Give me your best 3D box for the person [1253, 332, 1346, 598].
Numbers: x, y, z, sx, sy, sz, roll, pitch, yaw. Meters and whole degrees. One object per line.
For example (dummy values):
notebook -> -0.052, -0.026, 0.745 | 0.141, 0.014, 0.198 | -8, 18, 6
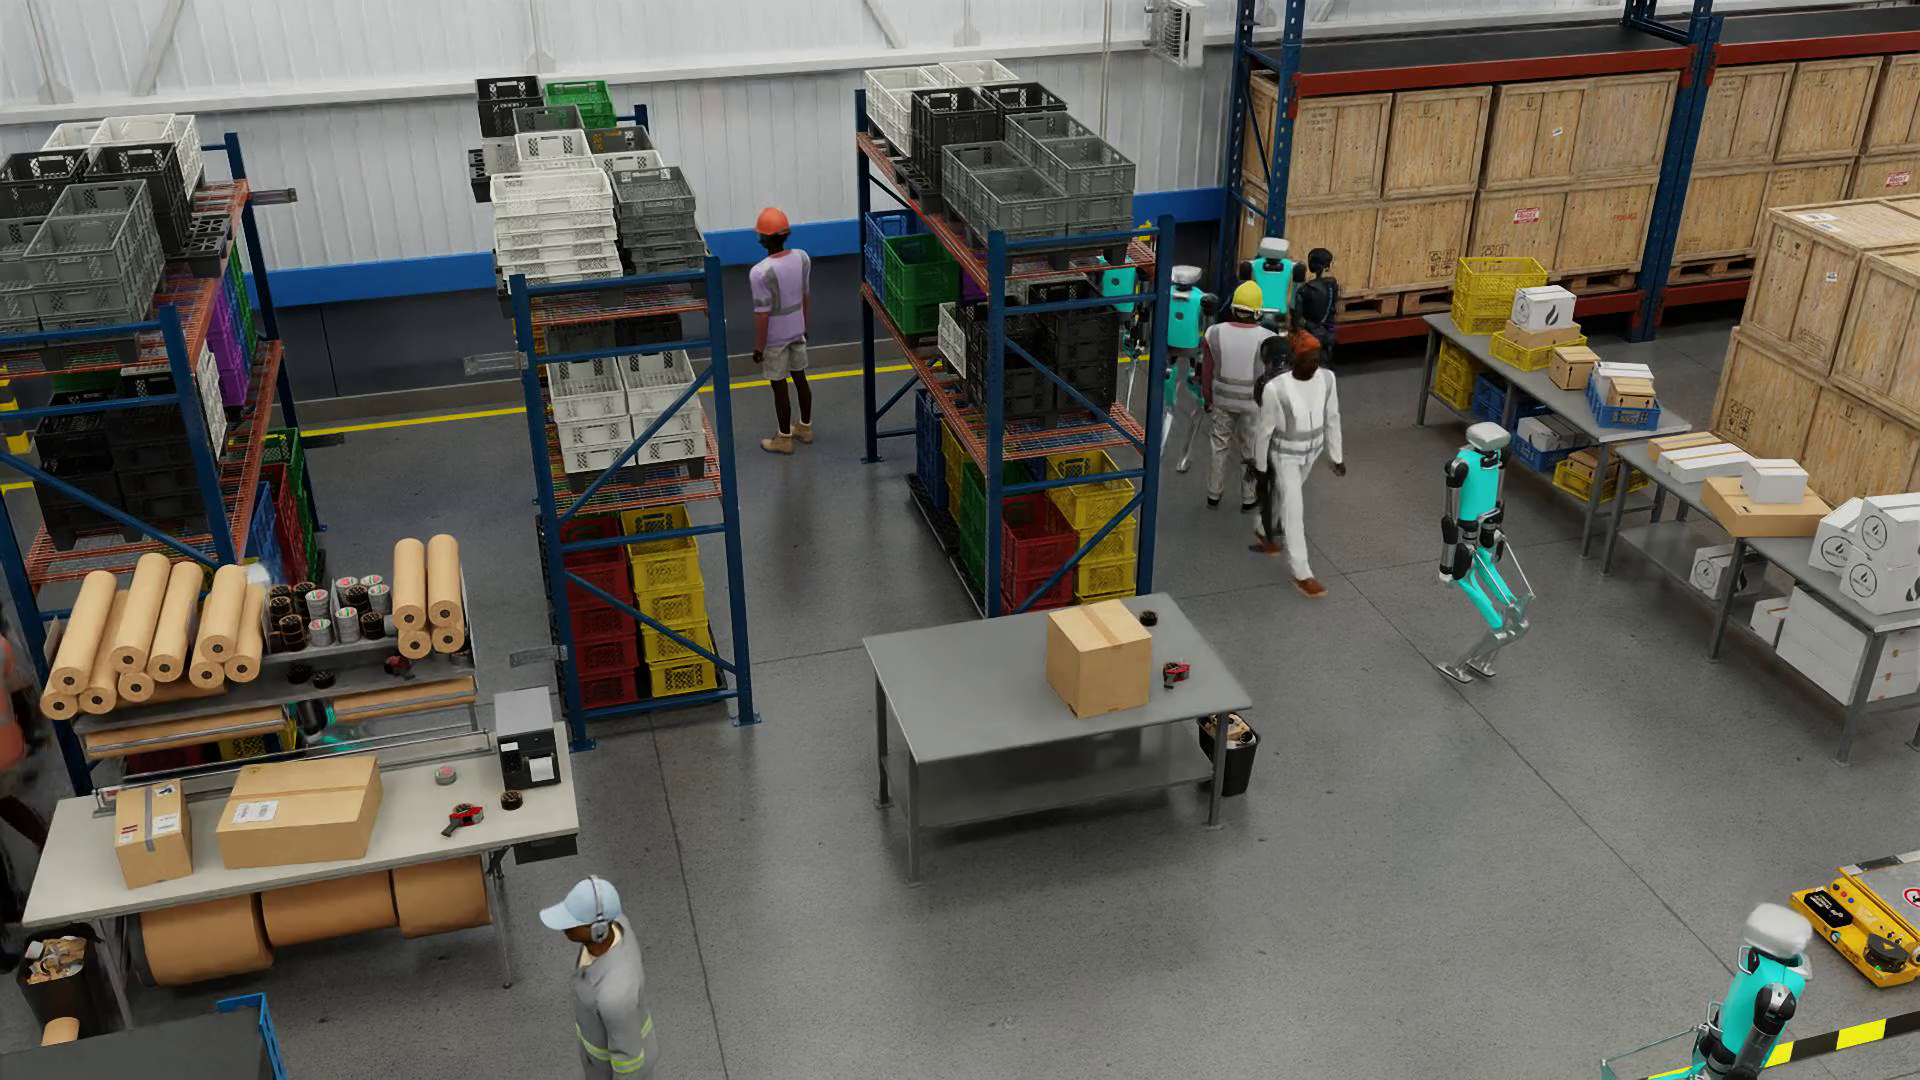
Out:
person -> 2.352, -0.584, 11.599 | 0.575, 1.835, 0.986 | -15, 32, -25

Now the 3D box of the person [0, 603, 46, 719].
person -> -5.875, 0.447, 9.766 | 0.636, 1.795, 0.952 | 3, 29, 6

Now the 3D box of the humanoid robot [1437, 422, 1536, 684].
humanoid robot -> 3.310, 0.143, 10.282 | 0.530, 1.710, 0.715 | -20, 34, -32

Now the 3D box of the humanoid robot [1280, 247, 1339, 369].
humanoid robot -> 2.831, -1.587, 13.583 | 0.614, 1.655, 0.366 | -24, 37, -36

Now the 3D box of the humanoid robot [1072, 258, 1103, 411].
humanoid robot -> 0.971, -1.490, 13.421 | 0.332, 1.658, 0.613 | 15, 32, 25

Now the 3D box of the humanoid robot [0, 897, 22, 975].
humanoid robot -> -4.708, 1.611, 7.789 | 0.589, 1.630, 0.684 | 2, 29, 4

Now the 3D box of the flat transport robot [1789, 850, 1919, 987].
flat transport robot -> 5.163, 1.916, 8.676 | 1.431, 0.231, 0.659 | -8, 30, -14

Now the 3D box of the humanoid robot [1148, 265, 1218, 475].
humanoid robot -> 1.791, -1.385, 13.112 | 0.534, 1.753, 0.688 | 12, 31, 20

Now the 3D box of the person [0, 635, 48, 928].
person -> -4.950, 1.103, 8.420 | 0.510, 1.937, 0.696 | 10, 30, 17

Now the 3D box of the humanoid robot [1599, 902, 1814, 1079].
humanoid robot -> 2.862, 2.101, 6.675 | 0.735, 1.677, 0.533 | 12, 31, 21

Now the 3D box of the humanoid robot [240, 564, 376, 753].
humanoid robot -> -3.473, 0.885, 9.091 | 0.790, 1.836, 0.541 | -23, 36, -36

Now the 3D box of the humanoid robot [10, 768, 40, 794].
humanoid robot -> -5.649, 0.785, 9.279 | 0.594, 1.647, 0.440 | 0, 29, 1

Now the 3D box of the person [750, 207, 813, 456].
person -> -1.448, -1.667, 13.354 | 0.387, 2.045, 0.605 | 22, 35, 34

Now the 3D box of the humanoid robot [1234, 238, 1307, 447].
humanoid robot -> 2.461, -1.480, 13.348 | 0.541, 1.808, 0.660 | 3, 29, 6

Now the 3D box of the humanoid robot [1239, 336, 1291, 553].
humanoid robot -> 2.252, -0.667, 11.923 | 0.382, 1.647, 0.601 | 13, 31, 22

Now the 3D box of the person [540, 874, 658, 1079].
person -> -1.406, 2.094, 6.707 | 0.372, 1.852, 0.590 | -9, 30, -17

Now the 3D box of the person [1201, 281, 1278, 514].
person -> 2.098, -1.060, 12.466 | 0.587, 1.833, 0.404 | 10, 30, 17

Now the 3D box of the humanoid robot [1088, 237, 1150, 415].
humanoid robot -> 1.348, -1.796, 13.766 | 0.533, 1.676, 0.735 | 10, 30, 17
